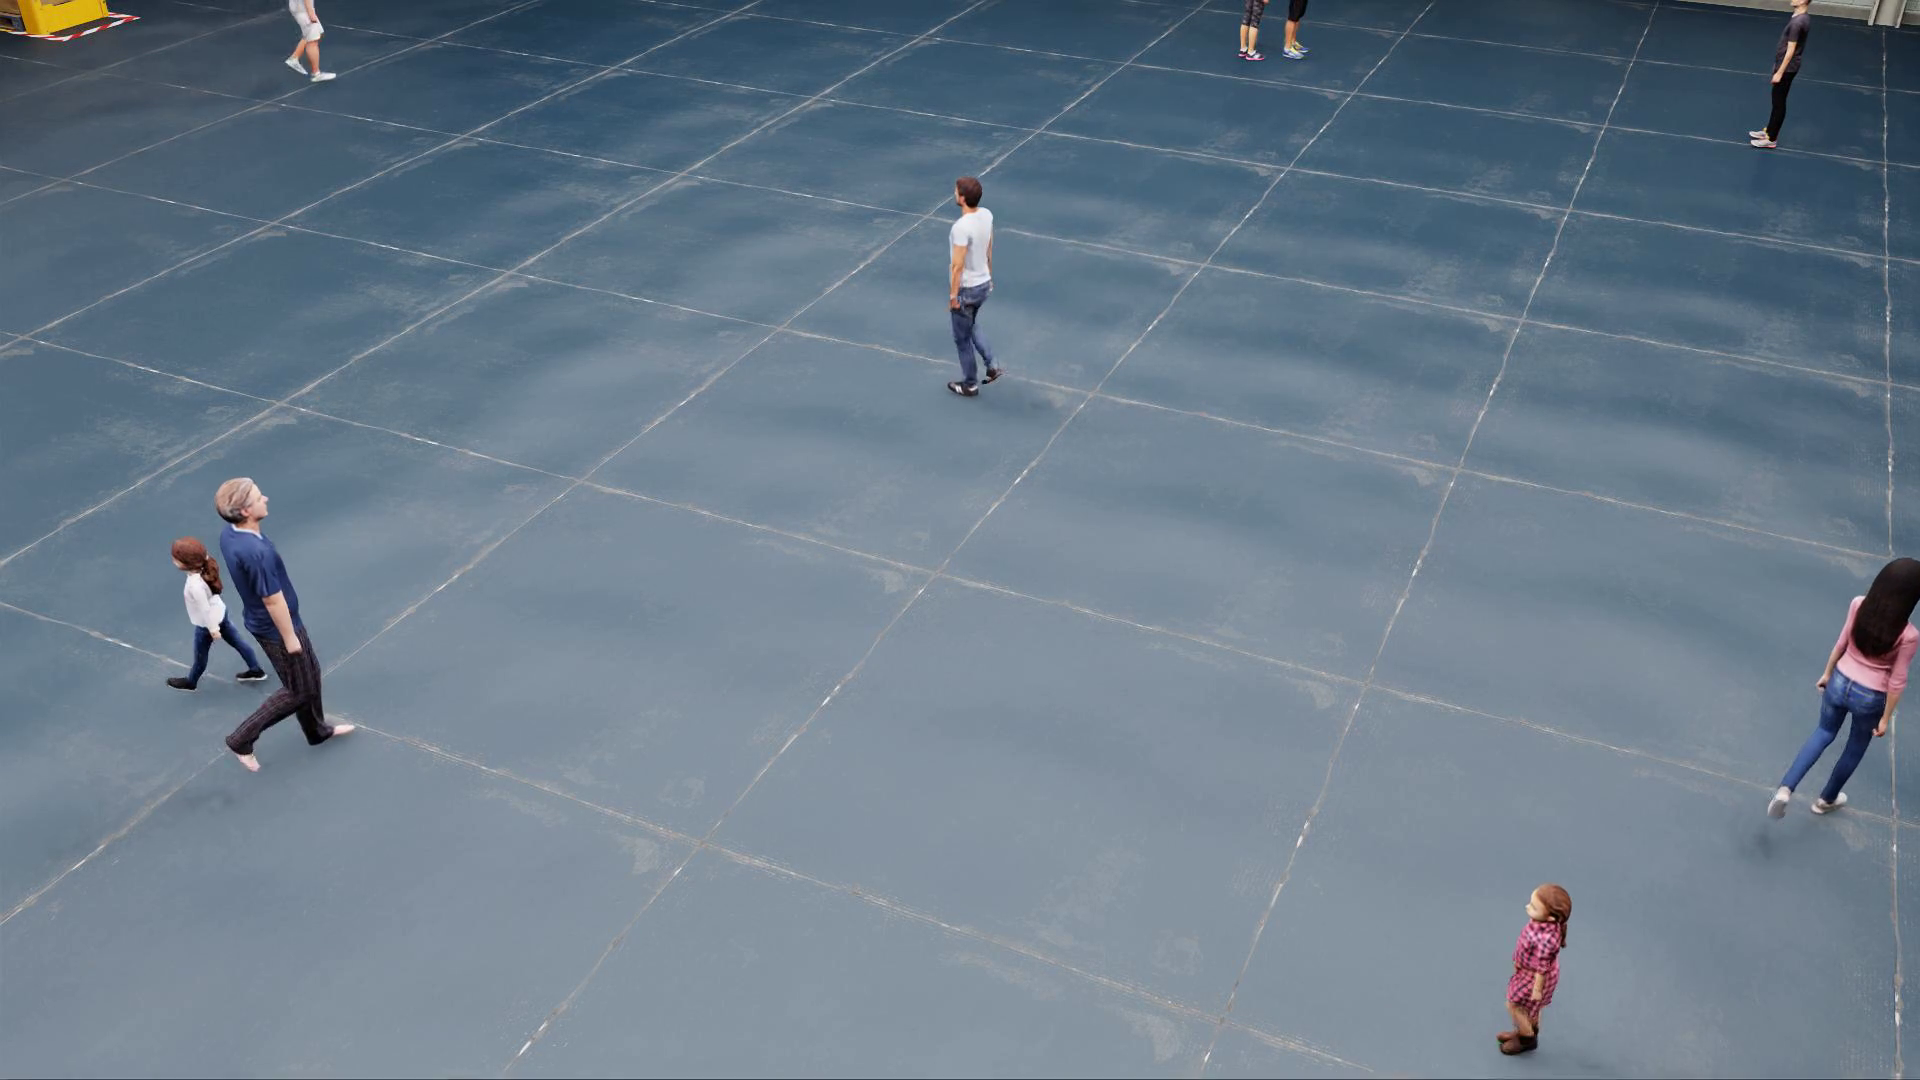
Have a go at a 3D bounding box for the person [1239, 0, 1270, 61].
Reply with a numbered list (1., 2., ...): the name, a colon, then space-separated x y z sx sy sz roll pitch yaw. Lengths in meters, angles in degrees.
1. person: 3.828 -7.133 21.579 0.728 1.726 0.658 -14 35 -20

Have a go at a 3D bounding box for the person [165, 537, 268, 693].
1. person: -4.513 0.459 10.148 0.845 1.081 0.729 -5 33 -8

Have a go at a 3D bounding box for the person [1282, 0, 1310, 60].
1. person: 4.448 -7.269 21.664 0.528 1.866 0.598 14 35 21

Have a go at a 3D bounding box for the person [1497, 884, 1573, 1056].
1. person: 2.730 2.014 7.747 0.443 1.013 0.437 11 34 17

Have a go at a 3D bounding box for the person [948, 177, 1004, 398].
1. person: 0.159 -1.990 13.306 0.749 1.854 0.706 20 37 28

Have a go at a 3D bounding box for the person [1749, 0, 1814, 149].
1. person: 9.253 -5.298 18.634 0.546 1.764 0.636 13 34 19

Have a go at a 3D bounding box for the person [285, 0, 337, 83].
1. person: -8.226 -6.578 20.589 0.971 1.843 0.916 -14 35 -21

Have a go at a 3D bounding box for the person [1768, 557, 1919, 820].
1. person: 4.762 0.845 8.932 0.935 1.725 0.955 -18 37 -27

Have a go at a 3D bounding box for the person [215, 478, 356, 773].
1. person: -3.922 0.513 9.339 1.009 1.853 1.006 -19 37 -27
